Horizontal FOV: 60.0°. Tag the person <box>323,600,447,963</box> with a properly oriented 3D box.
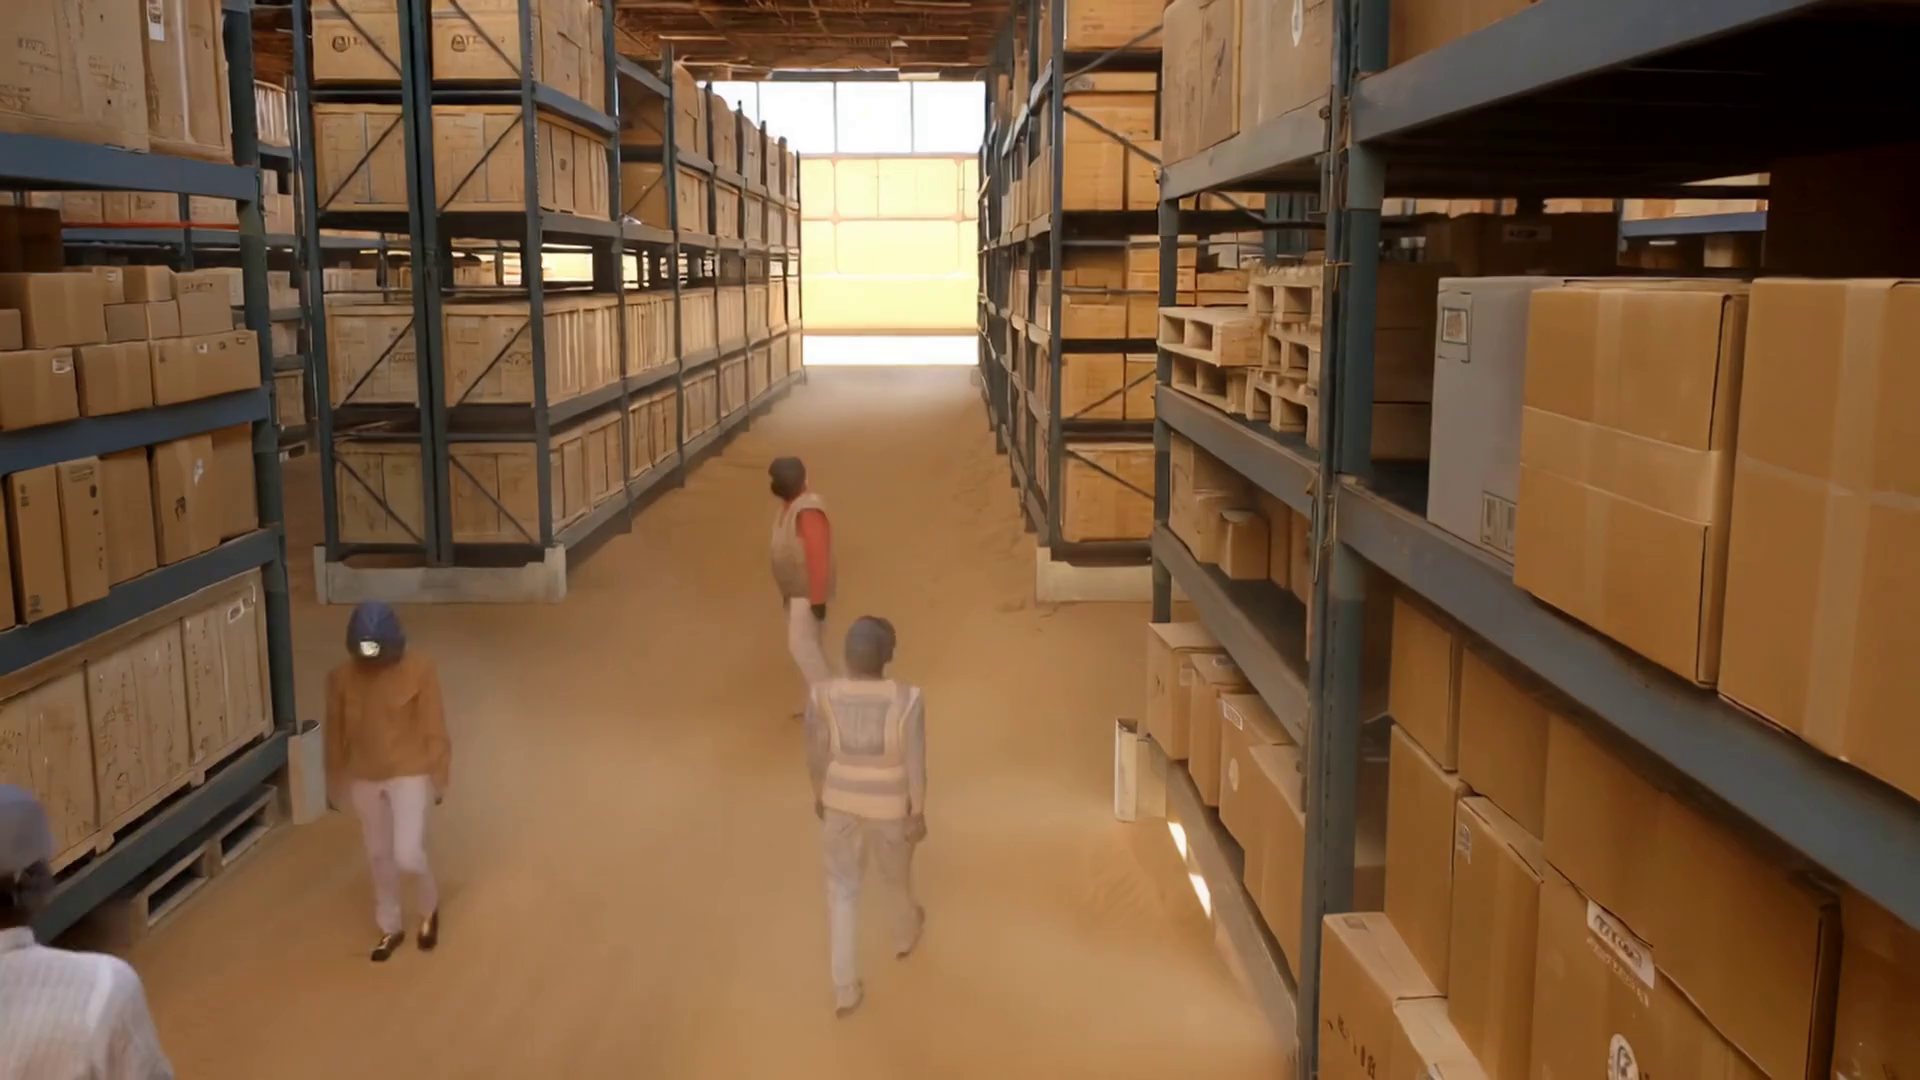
[{"bbox_3d":[-2.497,1.056,7.236,0.502,1.625,0.386,1,9,5],"label":"person"}]

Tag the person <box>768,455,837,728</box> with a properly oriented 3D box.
[{"bbox_3d":[-1.038,0.340,11.071,0.450,1.813,0.656,-2,10,-15],"label":"person"}]

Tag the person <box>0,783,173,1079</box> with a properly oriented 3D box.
[{"bbox_3d":[-2.029,1.492,3.608,0.627,1.946,1.039,1,9,3],"label":"person"}]

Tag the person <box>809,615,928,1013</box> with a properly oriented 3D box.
[{"bbox_3d":[-0.368,1.099,7.012,0.541,1.591,0.831,2,9,12],"label":"person"}]
